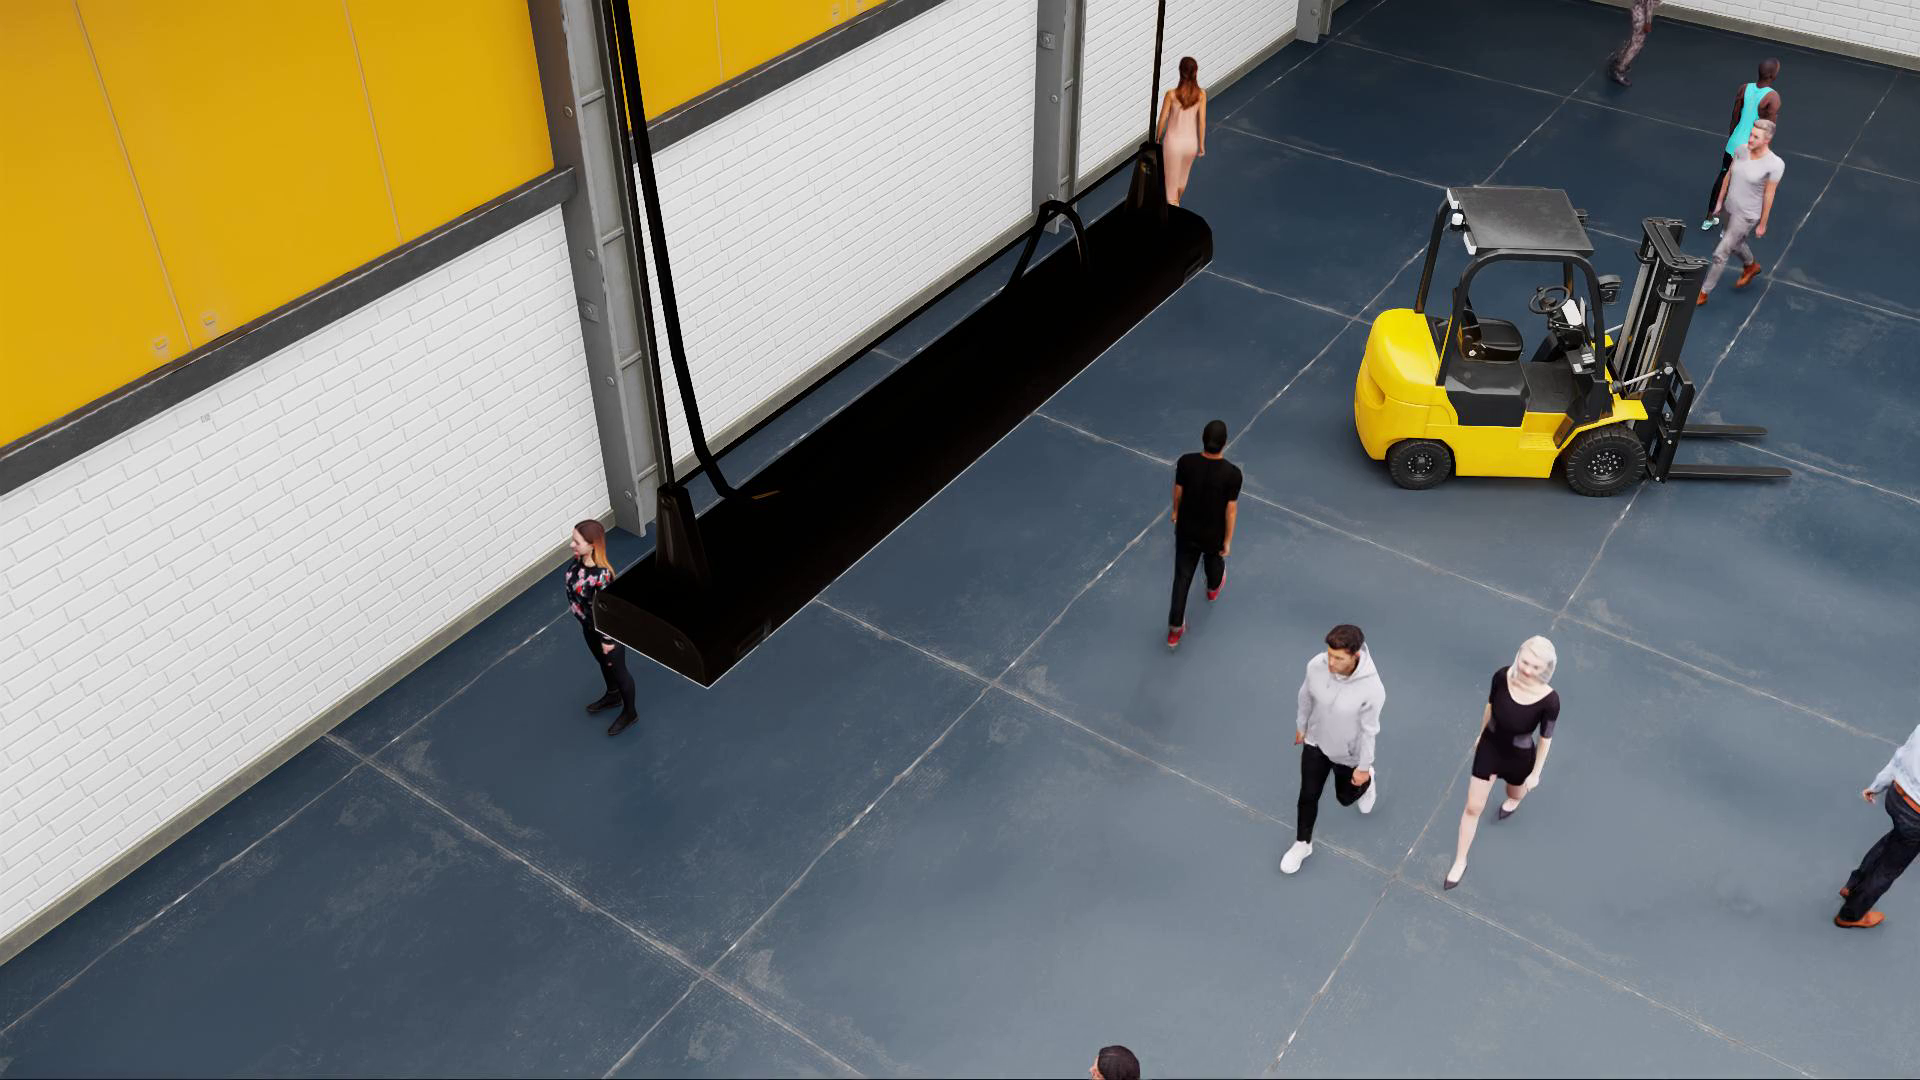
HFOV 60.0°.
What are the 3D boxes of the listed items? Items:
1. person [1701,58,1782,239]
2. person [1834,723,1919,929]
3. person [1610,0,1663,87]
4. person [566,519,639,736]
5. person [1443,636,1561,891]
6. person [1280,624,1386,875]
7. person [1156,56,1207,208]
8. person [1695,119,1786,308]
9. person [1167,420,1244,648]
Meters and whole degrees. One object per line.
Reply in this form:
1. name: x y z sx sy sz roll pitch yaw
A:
1. person: 7.656 -3.834 16.242 0.632 1.811 0.666 -23 44 -26
2. person: 5.354 1.588 9.486 0.893 1.770 0.836 -6 39 -7
3. person: 7.818 -6.054 19.123 0.851 1.684 0.634 8 39 10
4. person: -2.337 0.544 10.862 0.598 1.683 0.624 -26 45 -28
5. person: 3.306 1.238 9.909 0.632 1.788 1.181 26 45 28
6. person: 2.298 1.164 9.919 0.694 1.891 1.082 26 45 28
7. person: 2.138 -3.769 16.177 1.003 1.790 1.104 -3 39 -4
8. person: 7.217 -3.000 15.217 1.302 1.786 1.127 -13 40 -16
9. person: 1.650 -0.014 11.537 0.818 1.713 1.200 14 41 17
